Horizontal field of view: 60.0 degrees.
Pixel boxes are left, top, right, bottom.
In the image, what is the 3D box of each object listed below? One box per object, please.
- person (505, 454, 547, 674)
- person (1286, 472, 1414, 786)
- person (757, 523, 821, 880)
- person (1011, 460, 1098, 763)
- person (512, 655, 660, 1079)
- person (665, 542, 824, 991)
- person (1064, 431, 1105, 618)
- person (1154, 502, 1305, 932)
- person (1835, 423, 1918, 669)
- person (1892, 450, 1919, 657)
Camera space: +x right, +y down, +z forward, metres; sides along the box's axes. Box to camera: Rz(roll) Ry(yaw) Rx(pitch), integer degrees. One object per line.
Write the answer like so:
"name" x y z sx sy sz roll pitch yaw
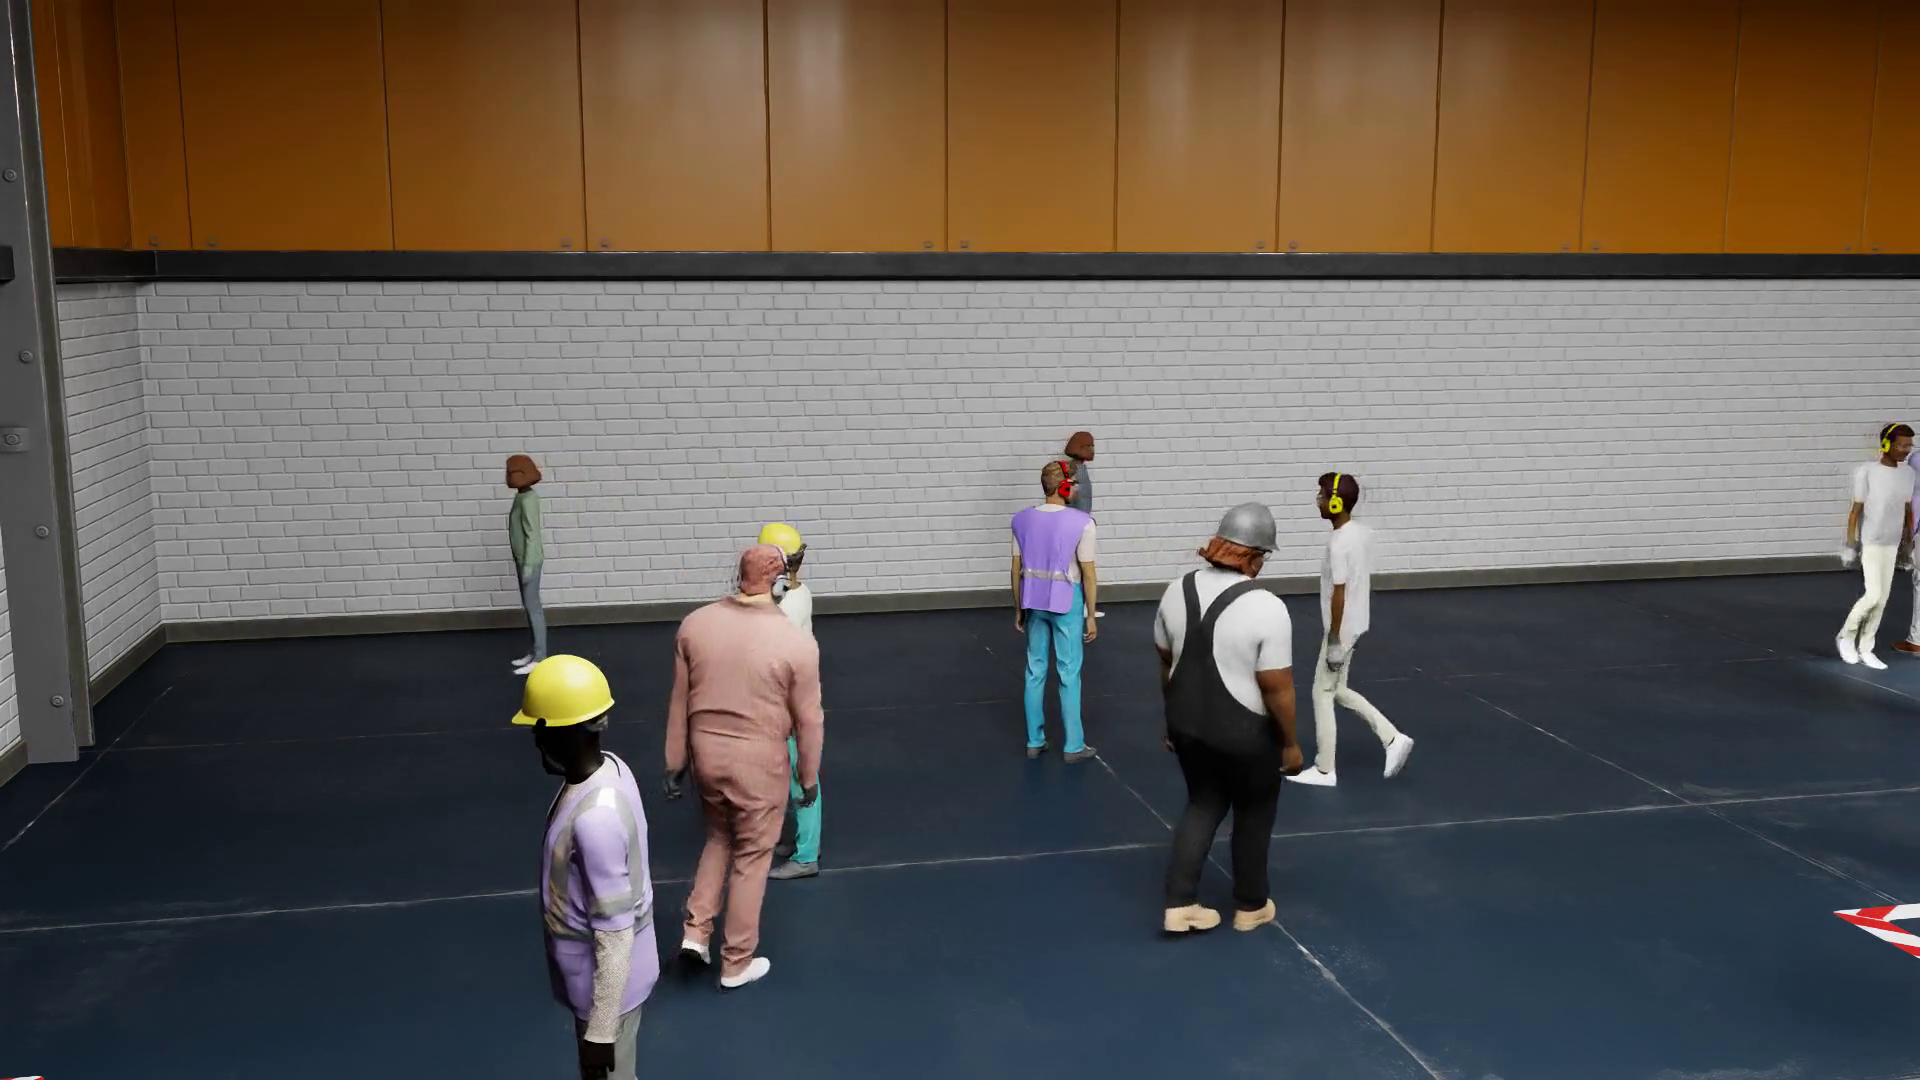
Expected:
"person" -3.223 0.174 12.355 0.263 1.632 0.506 -3 10 -20
"person" 2.252 0.530 9.542 0.618 1.854 0.517 5 11 29
"person" -0.859 0.790 8.204 0.329 1.765 0.533 0 9 1
"person" 0.565 0.439 10.108 0.565 1.841 0.396 6 11 30
"person" -1.062 1.270 4.795 0.383 1.923 0.589 -2 10 -14
"person" -0.885 0.945 6.922 0.681 1.876 0.425 4 10 24
"person" 1.007 -0.113 14.119 0.463 1.622 0.551 -1 9 -3
"person" 1.239 0.785 7.390 0.656 2.000 0.741 -8 13 -42
"person" 6.902 0.050 12.444 0.529 1.851 0.363 -2 10 -13
"person" 7.550 -0.057 12.838 0.633 1.939 0.368 -1 9 -8
